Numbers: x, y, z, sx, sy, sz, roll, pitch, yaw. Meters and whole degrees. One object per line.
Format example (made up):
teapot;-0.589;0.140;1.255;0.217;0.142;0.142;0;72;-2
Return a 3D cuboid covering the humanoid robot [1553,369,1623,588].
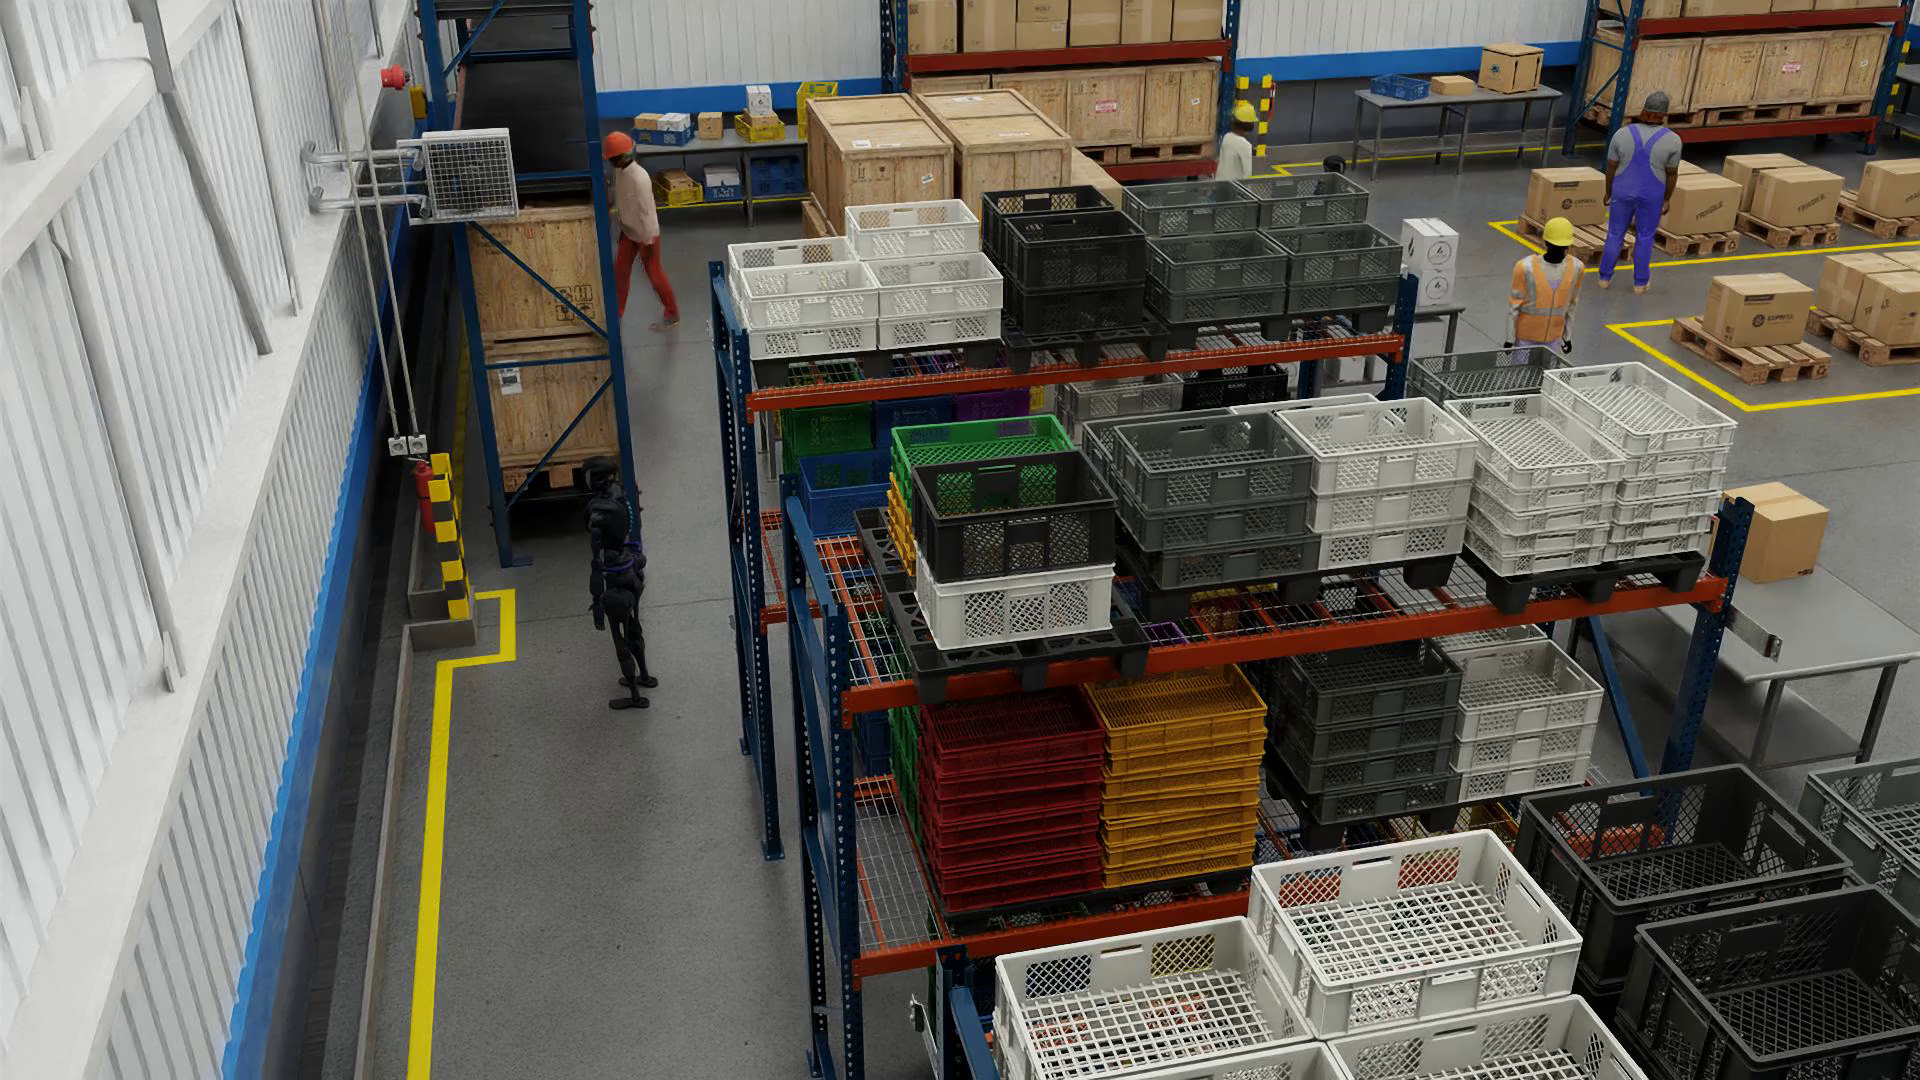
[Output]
humanoid robot;4.341;-0.401;11.308;0.645;1.644;0.639;-25;37;-38

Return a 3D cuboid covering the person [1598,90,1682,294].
person;6.877;-3.527;16.840;0.682;2.000;0.536;16;32;27

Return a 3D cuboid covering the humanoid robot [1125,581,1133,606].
humanoid robot;1.335;-0.169;10.888;0.706;1.627;0.390;1;28;1

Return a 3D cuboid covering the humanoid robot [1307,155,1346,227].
humanoid robot;3.484;-2.877;15.993;0.330;1.651;0.577;2;28;4

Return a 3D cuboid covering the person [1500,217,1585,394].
person;4.694;-1.677;13.449;0.587;1.927;0.383;-3;28;-5

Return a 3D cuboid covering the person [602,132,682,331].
person;-3.130;-2.887;15.736;0.810;1.949;0.644;-19;33;-32

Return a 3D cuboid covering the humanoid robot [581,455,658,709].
humanoid robot;-2.082;0.240;10.083;0.332;1.653;0.569;4;28;7

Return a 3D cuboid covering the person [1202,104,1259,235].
person;2.813;-3.723;17.544;0.865;1.725;0.530;-7;29;-13
